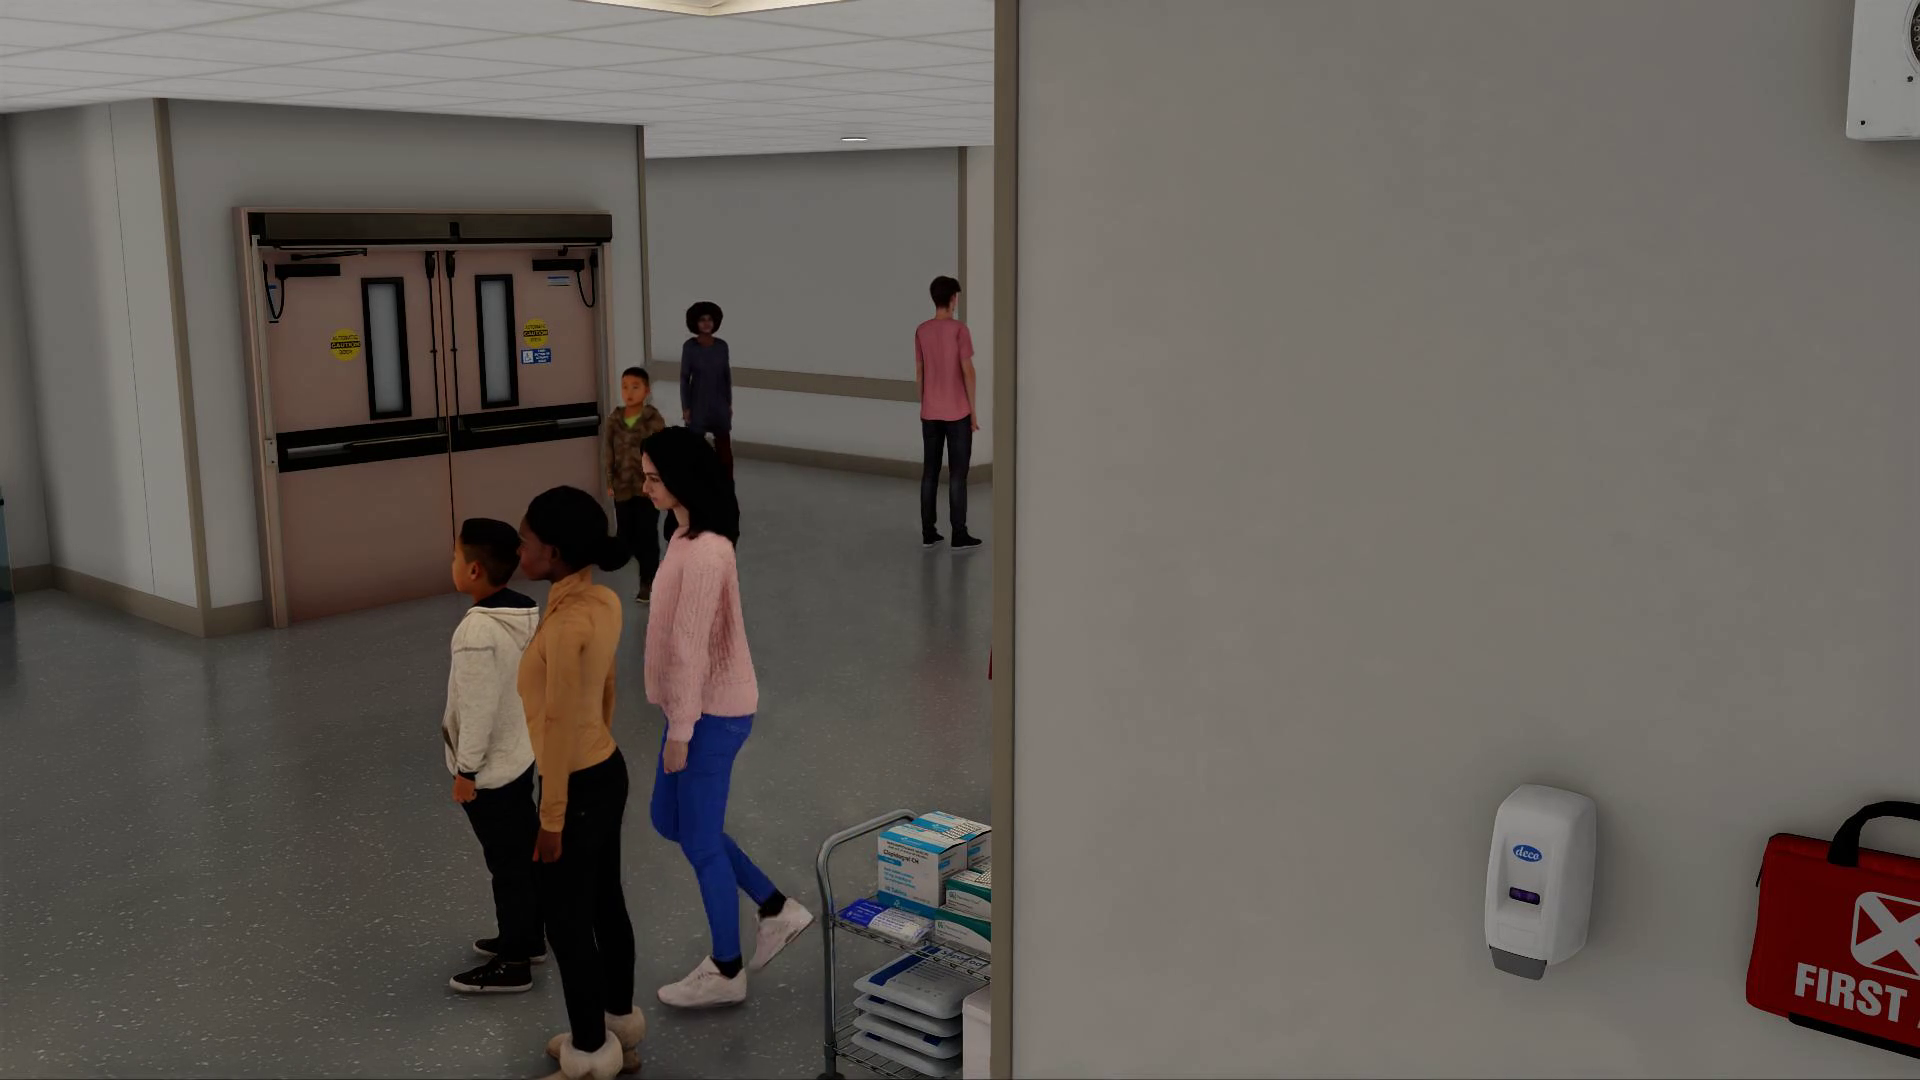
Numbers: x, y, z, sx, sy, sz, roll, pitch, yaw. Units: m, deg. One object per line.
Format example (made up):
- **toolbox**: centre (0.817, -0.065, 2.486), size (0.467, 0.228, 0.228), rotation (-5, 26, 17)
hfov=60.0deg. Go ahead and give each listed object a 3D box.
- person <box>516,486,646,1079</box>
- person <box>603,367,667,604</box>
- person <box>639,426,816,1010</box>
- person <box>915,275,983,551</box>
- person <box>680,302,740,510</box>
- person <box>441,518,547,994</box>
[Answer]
- **person**: centre (-0.994, 0.667, 4.450), size (0.745, 1.659, 0.651), rotation (1, 11, 7)
- **person**: centre (-1.995, -0.352, 10.410), size (0.853, 1.438, 0.969), rotation (1, 11, 6)
- **person**: centre (-0.658, 0.535, 4.904), size (0.910, 1.749, 0.854), rotation (-2, 11, -10)
- **person**: centre (-0.109, -0.918, 11.985), size (0.658, 1.964, 0.608), rotation (6, 12, 29)
- **person**: centre (-2.094, -1.063, 13.521), size (1.023, 1.675, 0.933), rotation (-5, 12, -25)
- **person**: centre (-1.405, 0.649, 5.090), size (0.720, 1.455, 0.640), rotation (0, 11, 1)
